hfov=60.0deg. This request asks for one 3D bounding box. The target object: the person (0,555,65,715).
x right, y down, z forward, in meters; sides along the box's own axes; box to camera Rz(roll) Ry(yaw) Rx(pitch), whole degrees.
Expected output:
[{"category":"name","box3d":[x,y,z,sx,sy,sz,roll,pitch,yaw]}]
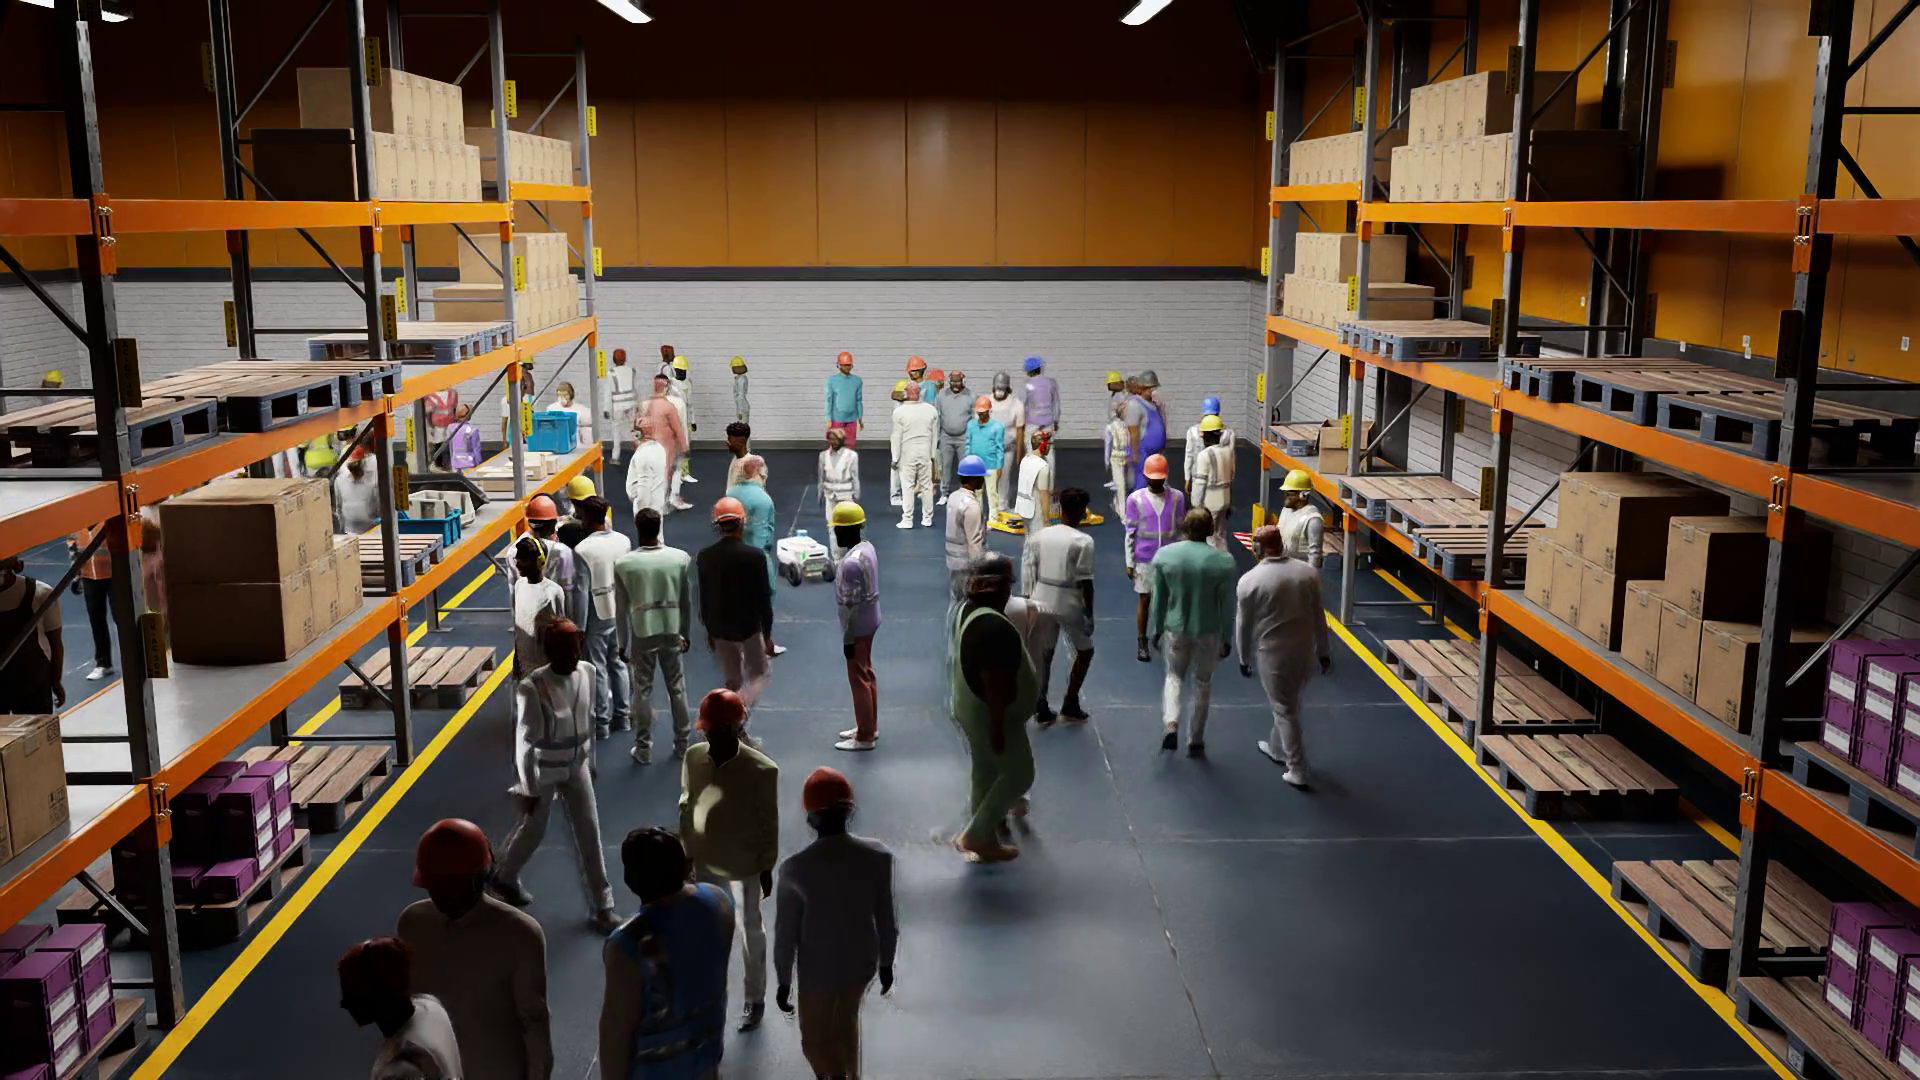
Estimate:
[{"category":"person","box3d":[-6.249,0.941,10.914,0.673,2.000,0.536,-5,12,-23]}]

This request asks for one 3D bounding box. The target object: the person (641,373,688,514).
[{"category":"person","box3d":[-3.977,-1.287,22.408,0.630,1.906,0.439,-1,11,-4]}]

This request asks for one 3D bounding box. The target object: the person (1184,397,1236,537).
[{"category":"person","box3d":[2.919,-0.716,19.481,0.610,1.938,0.409,4,12,18]}]

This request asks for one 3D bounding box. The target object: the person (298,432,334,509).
[{"category":"person","box3d":[-8.292,-0.979,21.443,0.369,1.686,0.543,8,14,36]}]

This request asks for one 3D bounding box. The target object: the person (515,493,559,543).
[{"category":"person","box3d":[-3.294,0.561,13.172,0.409,1.907,0.598,4,12,18]}]

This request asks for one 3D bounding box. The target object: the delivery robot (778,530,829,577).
[{"category":"delivery robot","box3d":[-1.744,0.137,18.451,0.477,0.478,0.707,-7,13,-30]}]

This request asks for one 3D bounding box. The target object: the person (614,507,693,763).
[{"category":"person","box3d":[-2.272,0.710,12.421,0.590,1.907,0.410,-5,12,-24]}]

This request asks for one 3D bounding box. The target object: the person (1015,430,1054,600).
[{"category":"person","box3d":[0.782,-0.229,17.303,0.394,1.836,0.560,-4,12,-19]}]

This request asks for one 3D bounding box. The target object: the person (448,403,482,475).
[{"category":"person","box3d":[-6.354,-0.937,21.367,0.519,1.633,0.312,6,13,27]}]

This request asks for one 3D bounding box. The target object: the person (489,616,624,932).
[{"category":"person","box3d":[-2.352,1.312,9.595,0.978,1.844,0.623,8,14,36]}]

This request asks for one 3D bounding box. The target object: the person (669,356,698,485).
[{"category":"person","box3d":[-4.168,-1.790,24.897,0.373,1.923,0.595,8,14,33]}]

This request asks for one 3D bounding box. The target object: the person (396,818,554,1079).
[{"category":"person","box3d":[-1.768,1.944,6.031,0.621,1.985,0.408,3,12,17]}]

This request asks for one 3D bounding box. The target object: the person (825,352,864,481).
[{"category":"person","box3d":[-1.719,-1.819,24.866,0.611,1.996,0.387,-6,13,-26]}]

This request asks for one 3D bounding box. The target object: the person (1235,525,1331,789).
[{"category":"person","box3d":[2.274,0.815,12.035,0.693,1.841,0.924,-5,12,-24]}]

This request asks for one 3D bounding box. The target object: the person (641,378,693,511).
[{"category":"person","box3d":[-3.981,-1.244,22.325,0.949,1.865,0.636,-10,15,-41]}]

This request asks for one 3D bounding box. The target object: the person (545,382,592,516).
[{"category":"person","box3d":[-5.023,-1.071,21.304,0.658,1.922,0.437,3,12,15]}]

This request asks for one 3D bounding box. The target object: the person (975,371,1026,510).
[{"category":"person","box3d":[0.505,-1.242,21.858,0.713,2.000,0.742,4,12,20]}]

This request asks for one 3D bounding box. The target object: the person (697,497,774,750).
[{"category":"person","box3d":[-1.675,0.666,12.466,0.648,1.970,0.487,5,13,25]}]

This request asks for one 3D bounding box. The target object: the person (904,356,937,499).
[{"category":"person","box3d":[-0.590,-1.604,23.720,0.419,2.031,0.605,-9,14,-38]}]

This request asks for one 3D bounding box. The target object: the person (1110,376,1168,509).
[{"category":"person","box3d":[2.496,-1.270,22.492,0.682,1.872,0.923,-5,12,-21]}]

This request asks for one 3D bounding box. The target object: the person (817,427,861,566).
[{"category":"person","box3d":[-1.403,-0.484,19.100,0.534,1.623,0.370,5,12,24]}]

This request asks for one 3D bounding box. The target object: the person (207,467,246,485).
[{"category":"person","box3d":[-7.351,-0.186,16.924,0.592,1.907,0.734,4,12,18]}]

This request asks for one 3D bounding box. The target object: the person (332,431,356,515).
[{"category":"person","box3d":[-8.309,-1.198,22.404,0.320,1.738,0.484,3,12,12]}]

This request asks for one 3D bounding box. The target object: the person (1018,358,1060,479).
[{"category":"person","box3d":[1.182,-1.762,24.830,0.670,1.906,0.412,-5,12,-23]}]

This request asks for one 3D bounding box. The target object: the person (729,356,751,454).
[{"category":"person","box3d":[-3.572,-2.110,26.990,0.323,1.737,0.484,-1,11,-4]}]

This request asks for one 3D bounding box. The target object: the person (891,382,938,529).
[{"category":"person","box3d":[-0.601,-1.087,21.444,0.639,1.901,0.402,-5,13,-25]}]

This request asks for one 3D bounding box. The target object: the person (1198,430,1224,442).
[{"category":"person","box3d":[2.834,-0.475,18.782,0.354,1.738,0.573,7,13,30]}]

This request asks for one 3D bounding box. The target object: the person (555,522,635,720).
[{"category":"person","box3d":[-2.916,0.672,13.232,0.763,1.658,0.556,3,12,17]}]

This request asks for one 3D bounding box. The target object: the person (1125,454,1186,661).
[{"category":"person","box3d":[1.779,0.162,15.124,0.553,1.923,0.391,-1,11,-5]}]

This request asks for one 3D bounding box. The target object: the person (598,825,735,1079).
[{"category":"person","box3d":[-1.119,1.963,6.309,0.429,1.841,0.630,8,14,34]}]

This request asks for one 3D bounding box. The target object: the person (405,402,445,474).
[{"category":"person","box3d":[-7.818,-1.468,24.064,0.567,1.620,0.510,-8,14,-35]}]
